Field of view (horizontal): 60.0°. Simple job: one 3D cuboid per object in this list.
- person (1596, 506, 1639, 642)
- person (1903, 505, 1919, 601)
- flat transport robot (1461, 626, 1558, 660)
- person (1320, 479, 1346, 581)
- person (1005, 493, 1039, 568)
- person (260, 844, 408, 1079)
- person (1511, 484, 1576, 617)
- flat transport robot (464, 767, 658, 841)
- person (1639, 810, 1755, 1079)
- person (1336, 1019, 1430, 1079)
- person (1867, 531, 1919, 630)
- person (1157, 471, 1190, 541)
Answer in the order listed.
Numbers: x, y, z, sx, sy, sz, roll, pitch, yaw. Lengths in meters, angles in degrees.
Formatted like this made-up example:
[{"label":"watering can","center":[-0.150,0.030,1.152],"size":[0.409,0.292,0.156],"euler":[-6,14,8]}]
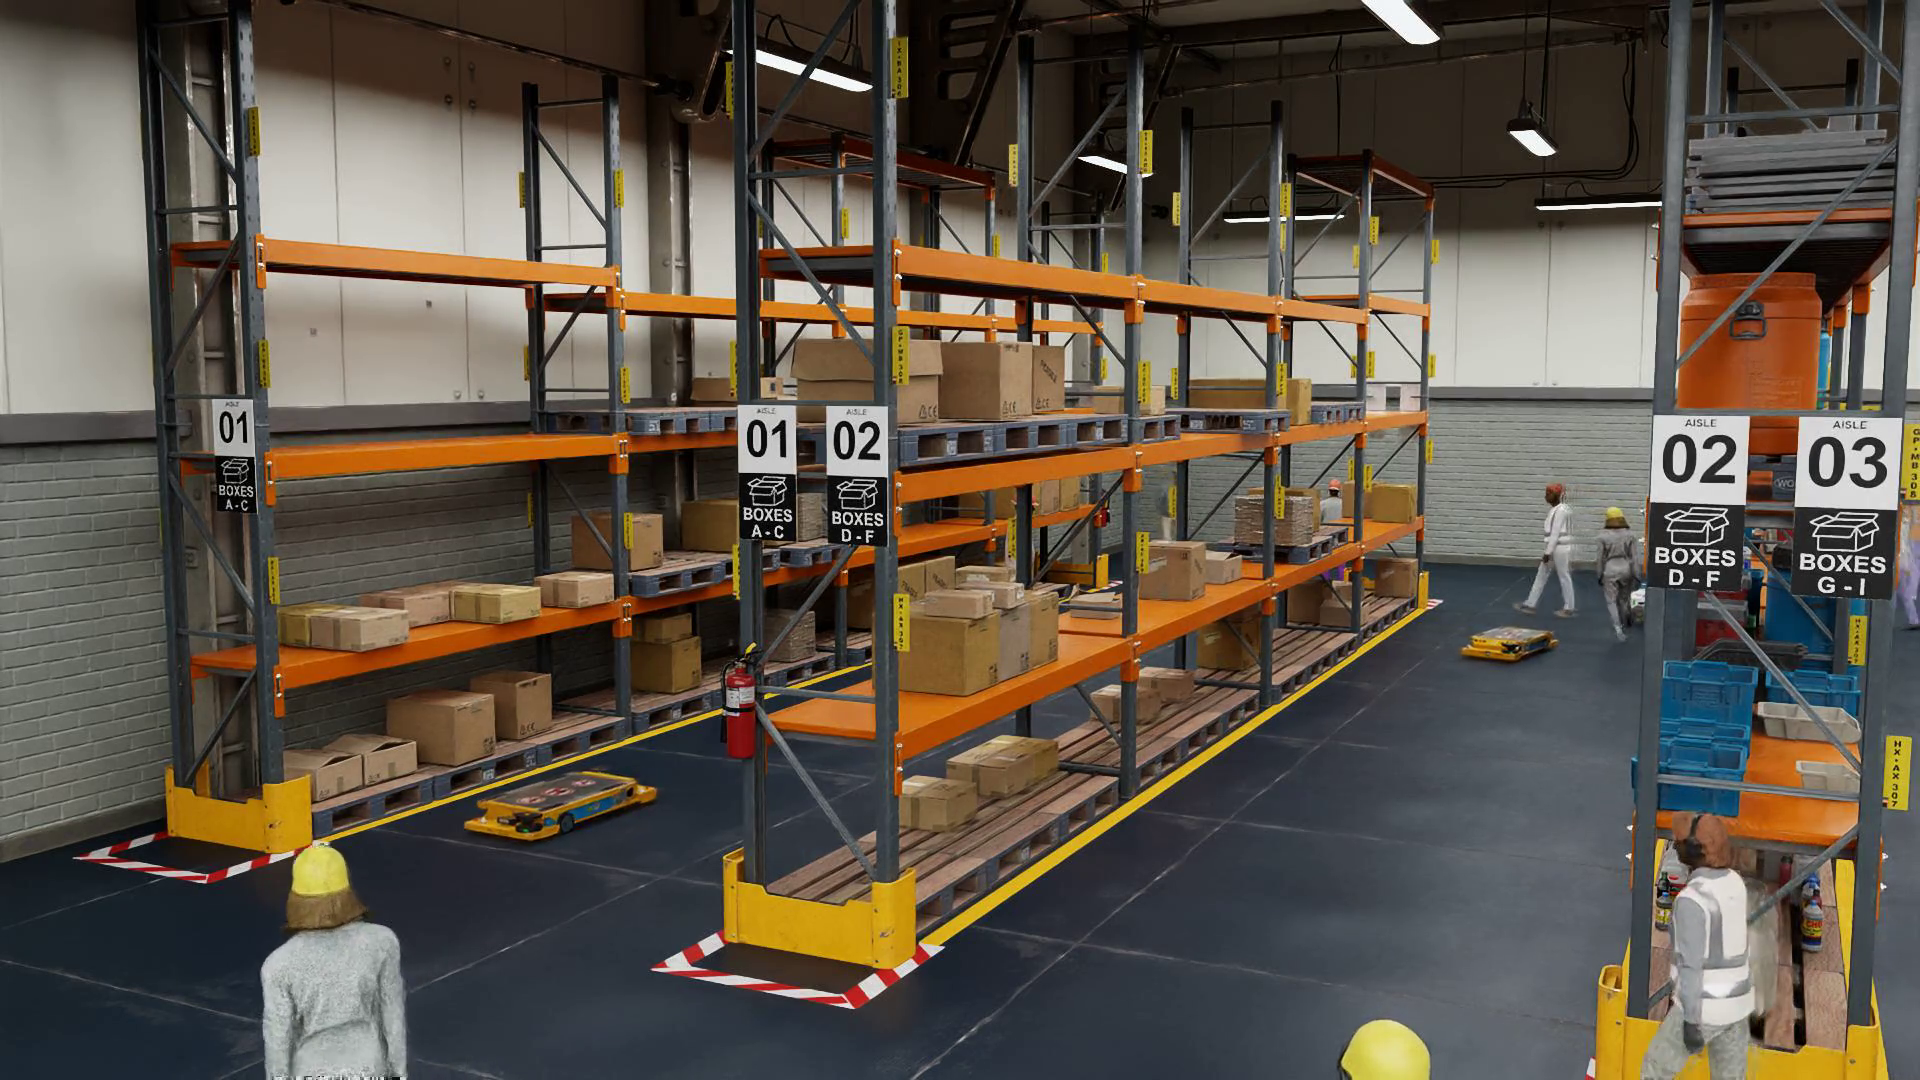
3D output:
[{"label":"person","center":[8.274,0.435,20.885],"size":[0.517,1.707,0.737],"euler":[1,6,8]},{"label":"person","center":[14.247,-0.052,24.577],"size":[0.645,1.921,0.382],"euler":[2,6,18]},{"label":"flat transport robot","center":[6.633,1.231,20.034],"size":[0.652,0.197,1.431],"euler":[5,8,39]},{"label":"person","center":[5.700,-0.053,25.376],"size":[0.563,1.753,0.335],"euler":[1,6,13]},{"label":"person","center":[0.743,0.397,19.902],"size":[0.406,1.989,0.622],"euler":[-1,6,-8]},{"label":"person","center":[-2.227,1.954,5.971],"size":[0.503,1.728,0.457],"euler":[-4,7,-33]},{"label":"person","center":[8.085,0.148,22.936],"size":[0.914,1.844,0.587],"euler":[1,6,6]},{"label":"flat transport robot","center":[-3.014,1.990,12.654],"size":[0.652,0.197,1.431],"euler":[3,7,29]},{"label":"person","center":[3.017,1.915,6.869],"size":[0.508,1.615,0.587],"euler":[-5,7,-38]},{"label":"person","center":[1.080,2.107,4.367],"size":[0.523,1.761,0.323],"euler":[-3,6,-24]},{"label":"person","center":[12.204,0.334,21.826],"size":[0.839,1.697,0.535],"euler":[2,6,19]},{"label":"person","center":[3.717,-0.382,28.805],"size":[0.627,1.719,0.342],"euler":[0,6,3]}]
